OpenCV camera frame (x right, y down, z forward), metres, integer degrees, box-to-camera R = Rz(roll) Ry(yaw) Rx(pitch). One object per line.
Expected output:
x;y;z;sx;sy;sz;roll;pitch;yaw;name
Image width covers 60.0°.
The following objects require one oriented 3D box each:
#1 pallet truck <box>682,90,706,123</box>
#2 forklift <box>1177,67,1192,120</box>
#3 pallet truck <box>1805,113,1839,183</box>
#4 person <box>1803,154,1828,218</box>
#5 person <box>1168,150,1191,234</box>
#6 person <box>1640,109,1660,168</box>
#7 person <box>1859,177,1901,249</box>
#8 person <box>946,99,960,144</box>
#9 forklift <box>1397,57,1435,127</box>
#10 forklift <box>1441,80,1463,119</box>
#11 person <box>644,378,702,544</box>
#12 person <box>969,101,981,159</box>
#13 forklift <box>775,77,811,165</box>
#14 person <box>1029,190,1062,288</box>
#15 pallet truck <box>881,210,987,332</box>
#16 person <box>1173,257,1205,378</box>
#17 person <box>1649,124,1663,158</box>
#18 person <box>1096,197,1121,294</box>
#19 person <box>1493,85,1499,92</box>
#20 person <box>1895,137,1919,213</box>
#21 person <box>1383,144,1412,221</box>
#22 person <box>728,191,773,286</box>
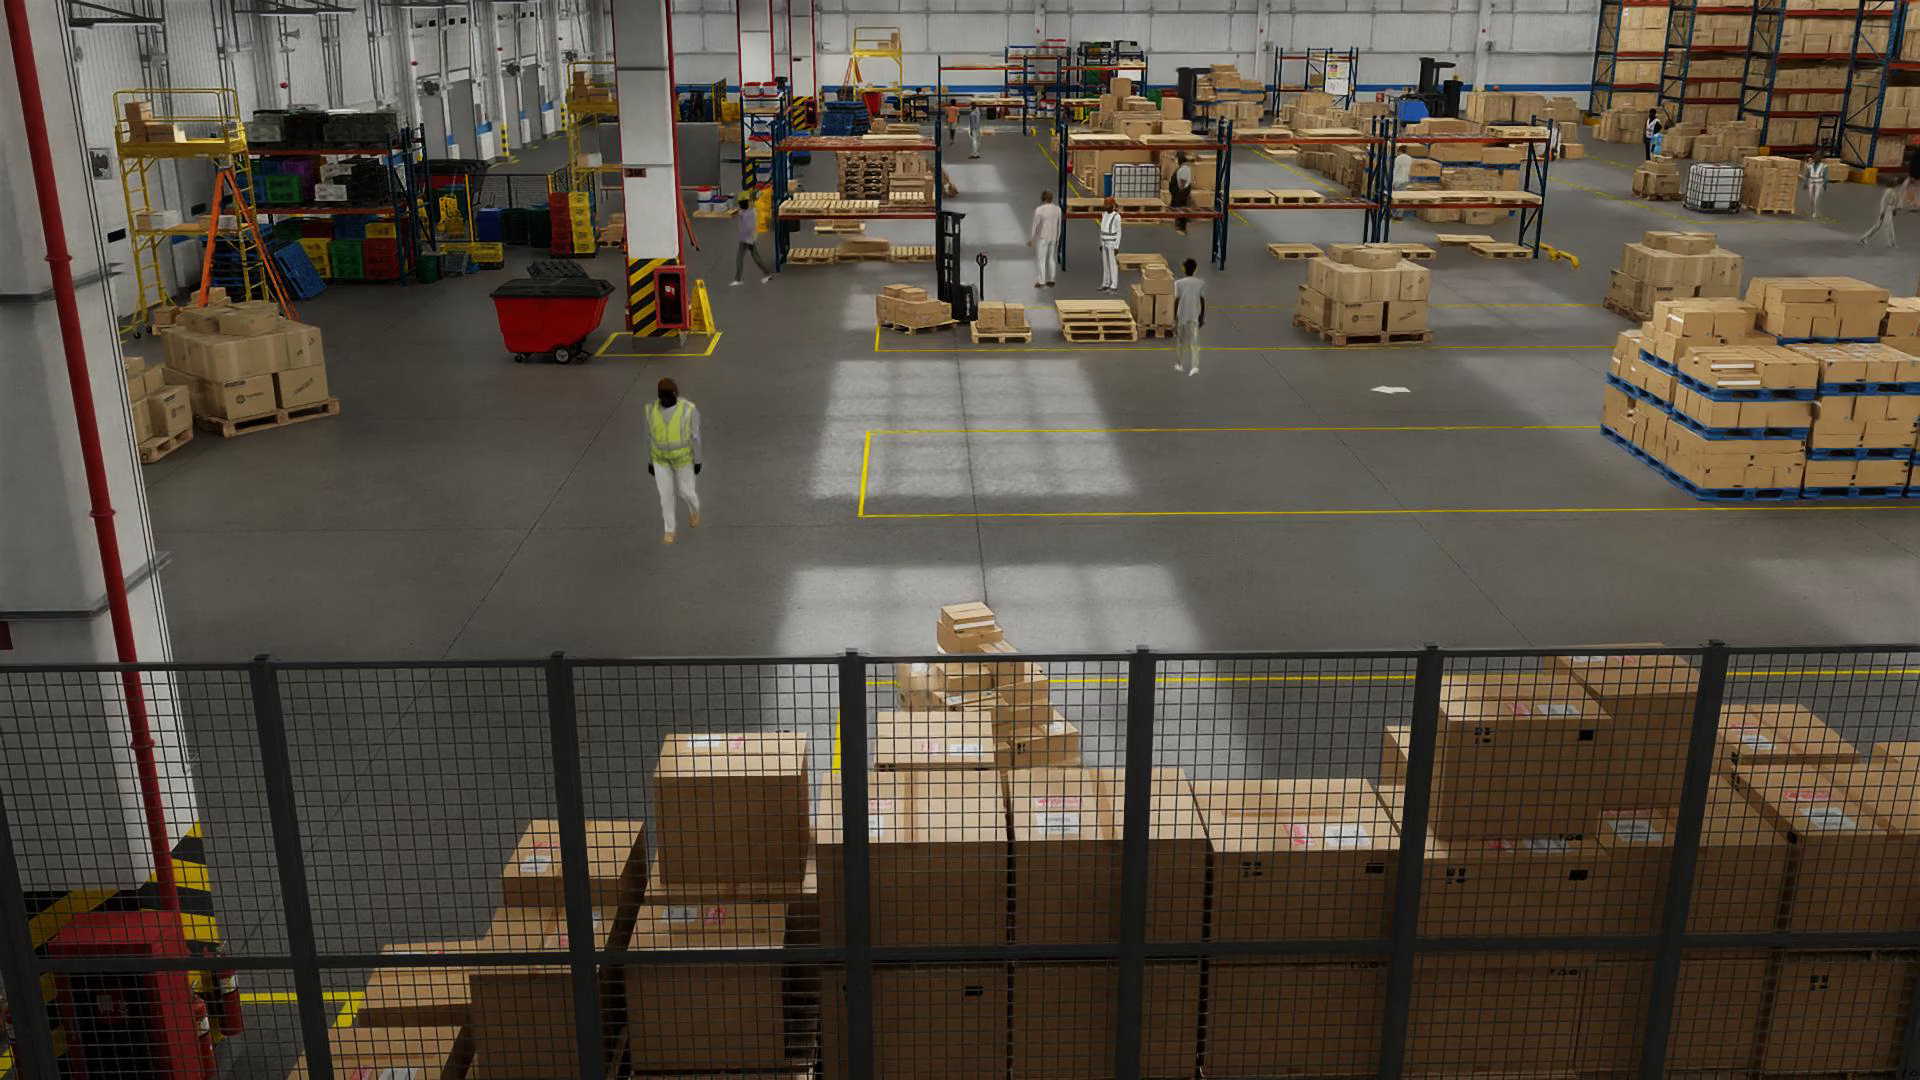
-9.671;-15.907;62.421;0.823;1.965;1.885;5;19;15;pallet truck
8.181;-15.881;60.983;1.873;2.768;1.129;6;20;17;forklift
26.403;-11.957;50.702;0.823;1.965;1.885;6;19;16;pallet truck
21.992;-9.110;42.838;0.737;1.607;0.527;-16;24;-39;person
5.289;-8.401;40.086;0.542;2.000;0.689;0;19;1;person
22.469;-13.037;54.046;0.390;1.912;0.589;-3;19;-9;person
21.193;-7.513;38.130;0.837;1.604;0.523;10;21;28;person
-0.297;-15.580;61.952;0.542;1.680;0.651;7;20;21;person
19.208;-18.500;68.752;1.873;2.768;1.129;-1;19;-1;forklift
15.639;-13.239;53.146;1.873;2.768;1.129;-1;19;-1;forklift
-3.115;-0.897;18.156;0.628;1.832;0.564;2;19;5;person
0.511;-14.056;57.041;0.368;1.933;0.623;8;20;22;person
-5.920;-13.893;55.085;1.873;2.768;1.129;-1;19;-1;forklift
1.718;-5.981;33.082;0.640;1.932;0.410;-13;23;-34;person
-0.493;-4.759;29.349;1.885;1.965;0.823;-13;23;-34;pallet truck
3.545;-3.442;25.693;0.520;1.834;0.951;-2;19;-5;person
21.299;-11.888;50.960;0.539;1.695;0.319;-17;25;-41;person
2.919;-5.762;32.500;0.337;1.881;0.584;-10;21;-28;person
21.175;-17.065;65.975;0.550;1.921;0.569;9;21;25;person
25.052;-9.611;43.800;0.643;1.964;0.798;-11;21;-28;person
11.171;-9.126;42.439;0.646;1.908;0.727;-10;21;-27;person
-4.212;-6.077;33.439;0.949;1.891;0.598;-14;23;-35;person
